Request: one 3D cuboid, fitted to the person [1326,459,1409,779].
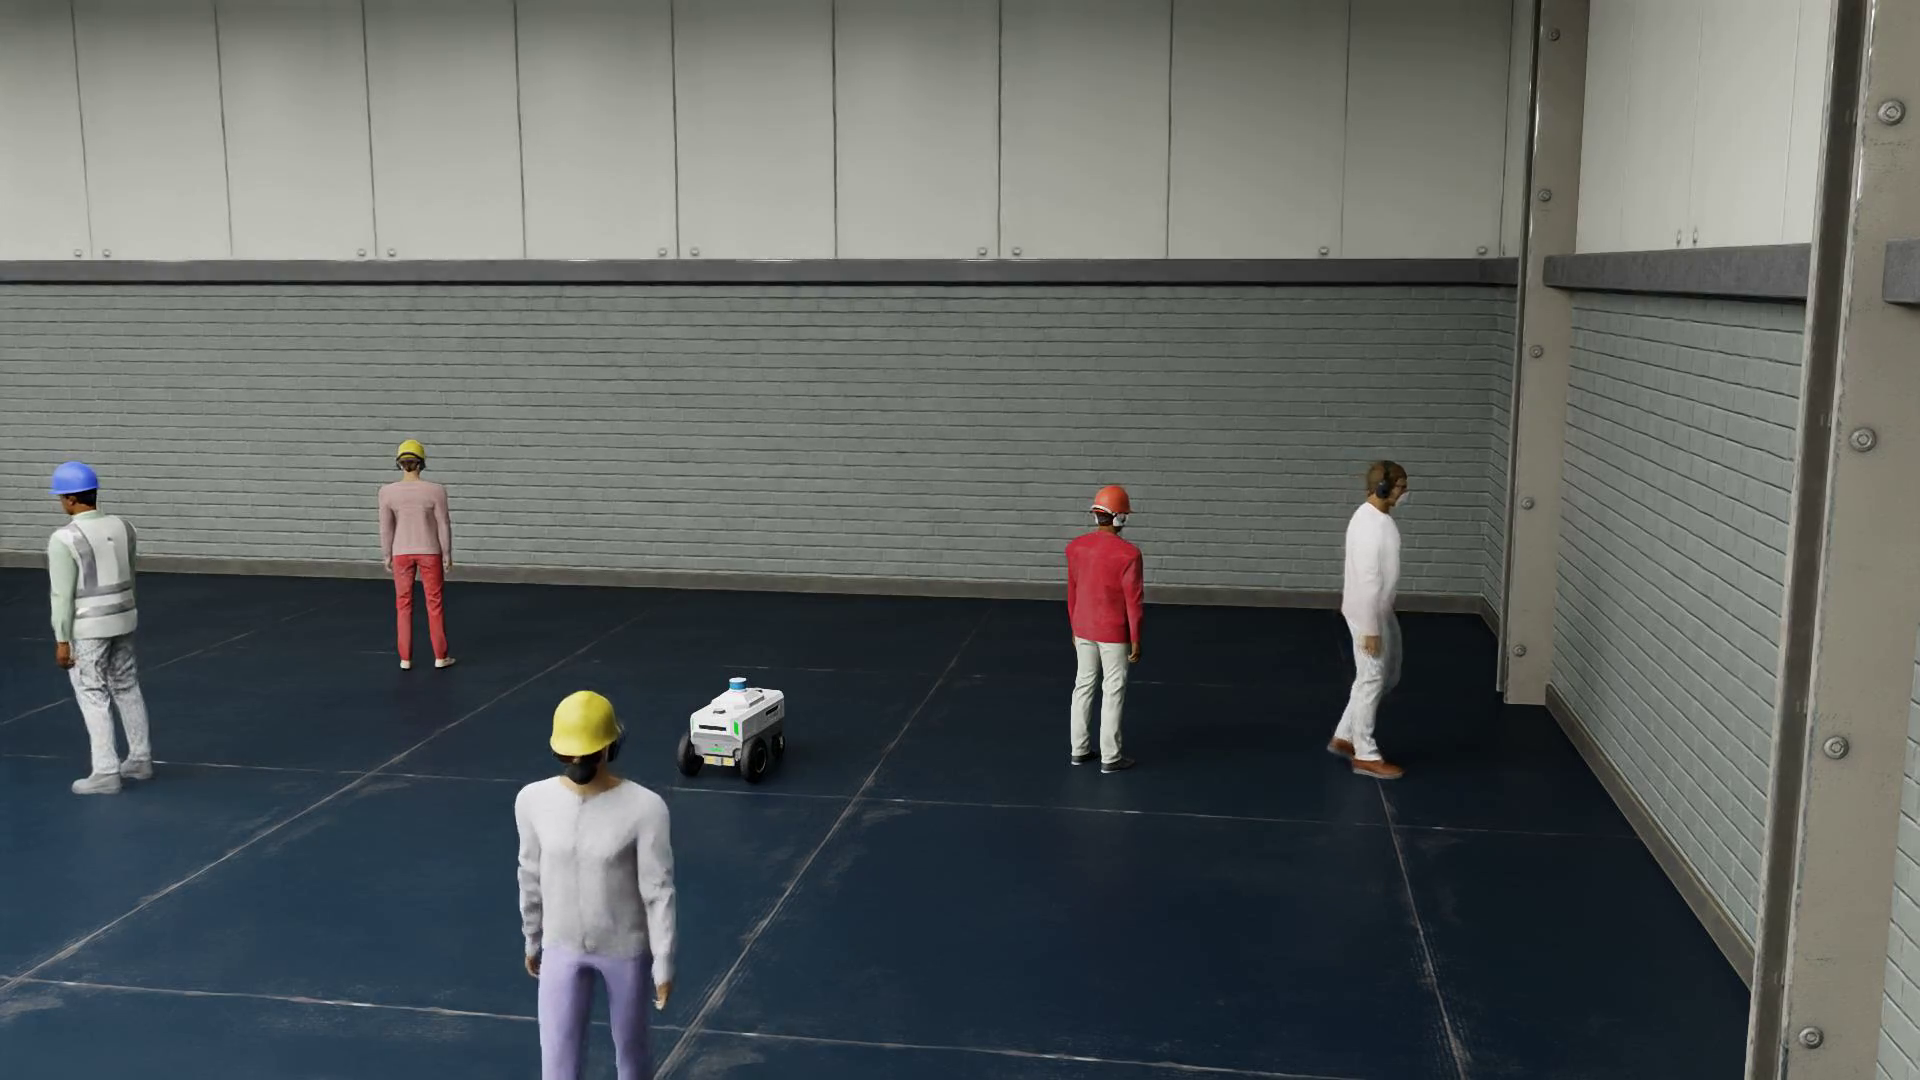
[{"bbox_3d":[2.460,0.471,9.947,0.471,1.927,0.640,3,10,20],"label":"person"}]

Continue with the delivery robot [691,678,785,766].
[{"bbox_3d":[-1.345,1.081,10.110,0.477,0.478,0.707,3,10,18],"label":"delivery robot"}]

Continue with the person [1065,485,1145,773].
[{"bbox_3d":[0.900,0.533,10.128,0.567,1.743,0.353,8,12,42],"label":"person"}]

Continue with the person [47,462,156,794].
[{"bbox_3d":[-5.045,0.507,9.702,0.417,1.935,0.599,3,10,16],"label":"person"}]

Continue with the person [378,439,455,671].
[{"bbox_3d":[-4.119,0.117,12.631,0.523,1.764,0.325,-1,9,-6],"label":"person"}]

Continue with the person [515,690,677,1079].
[{"bbox_3d":[-1.169,1.324,5.289,0.545,1.712,0.900,1,9,3],"label":"person"}]
